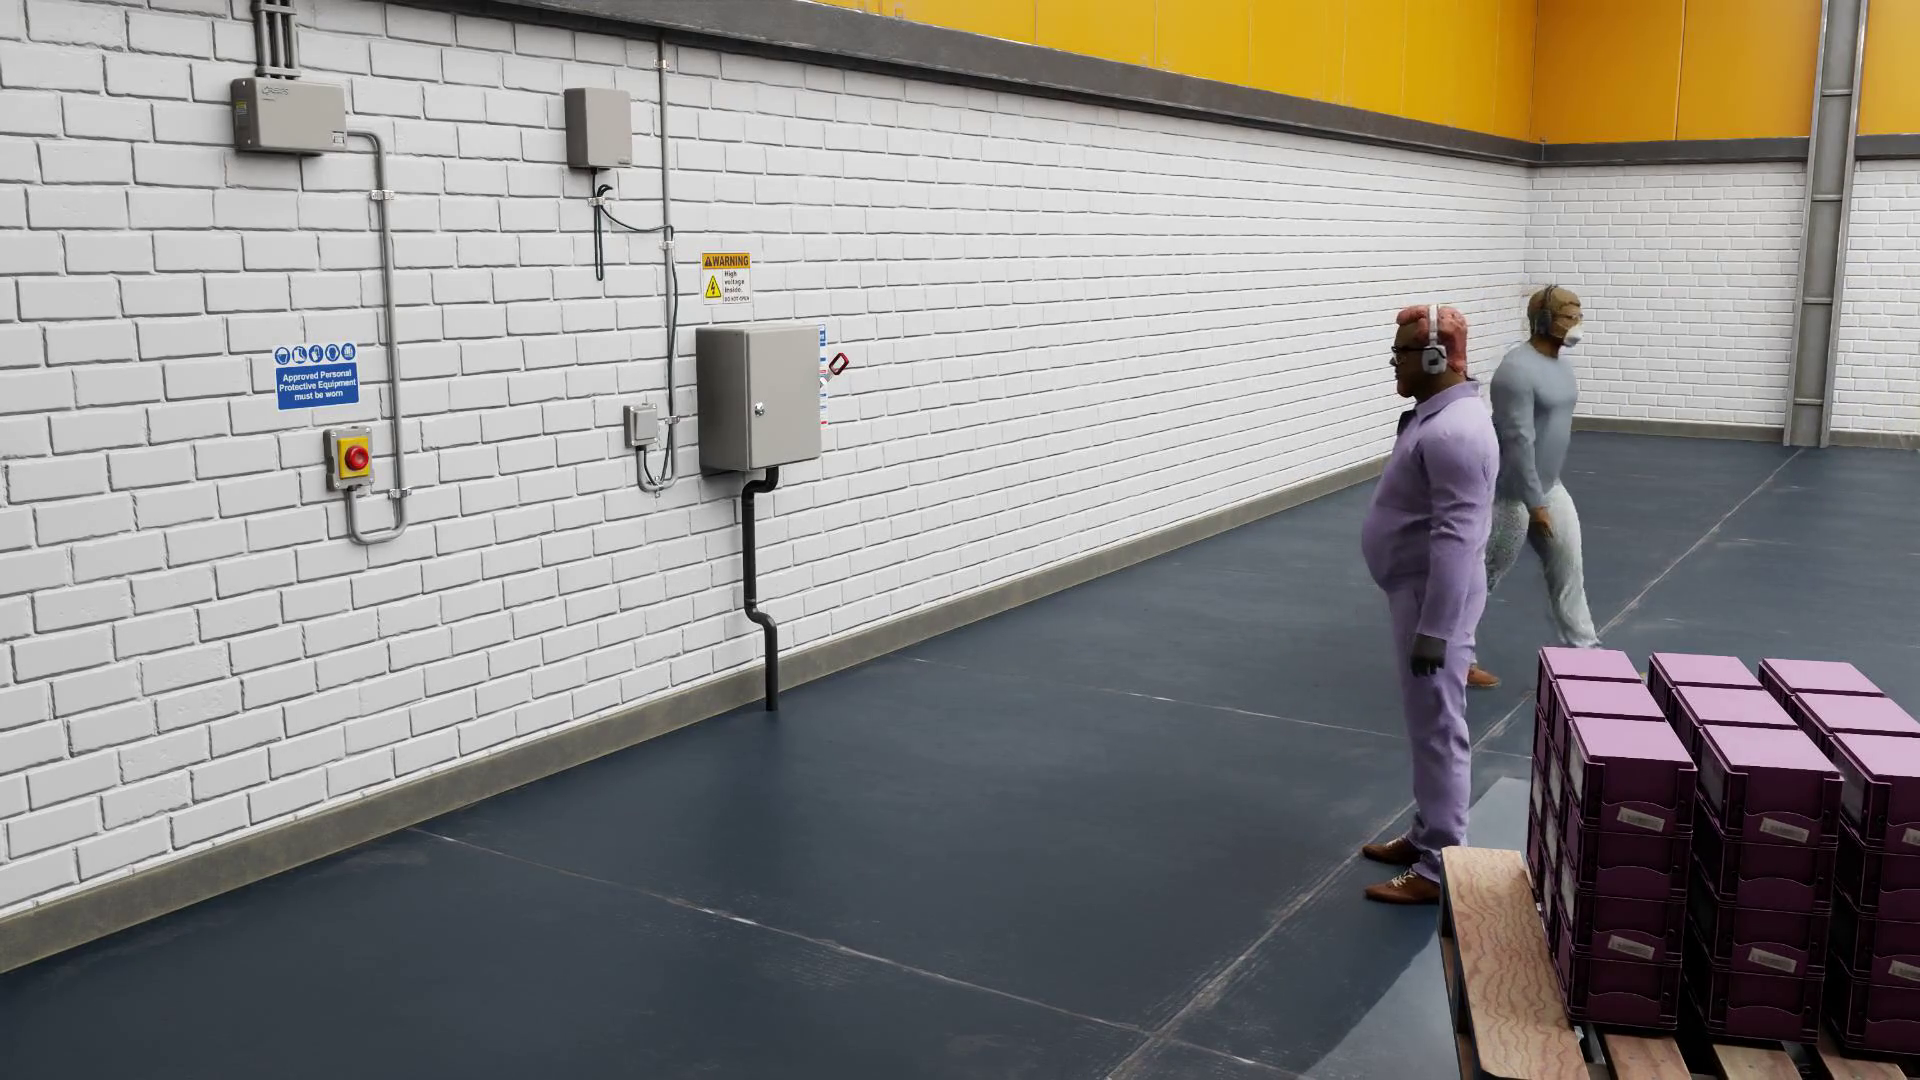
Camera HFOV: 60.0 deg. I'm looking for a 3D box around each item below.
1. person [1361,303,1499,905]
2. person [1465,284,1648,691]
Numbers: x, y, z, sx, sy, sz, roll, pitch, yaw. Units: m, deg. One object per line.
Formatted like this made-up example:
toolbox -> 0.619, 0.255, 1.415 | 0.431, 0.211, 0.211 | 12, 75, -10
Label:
person -> 1.477, 0.206, 5.305 | 0.403, 1.904, 0.652 | 2, 11, 13
person -> 2.655, -0.197, 7.547 | 0.632, 1.890, 0.999 | -9, 14, -42
